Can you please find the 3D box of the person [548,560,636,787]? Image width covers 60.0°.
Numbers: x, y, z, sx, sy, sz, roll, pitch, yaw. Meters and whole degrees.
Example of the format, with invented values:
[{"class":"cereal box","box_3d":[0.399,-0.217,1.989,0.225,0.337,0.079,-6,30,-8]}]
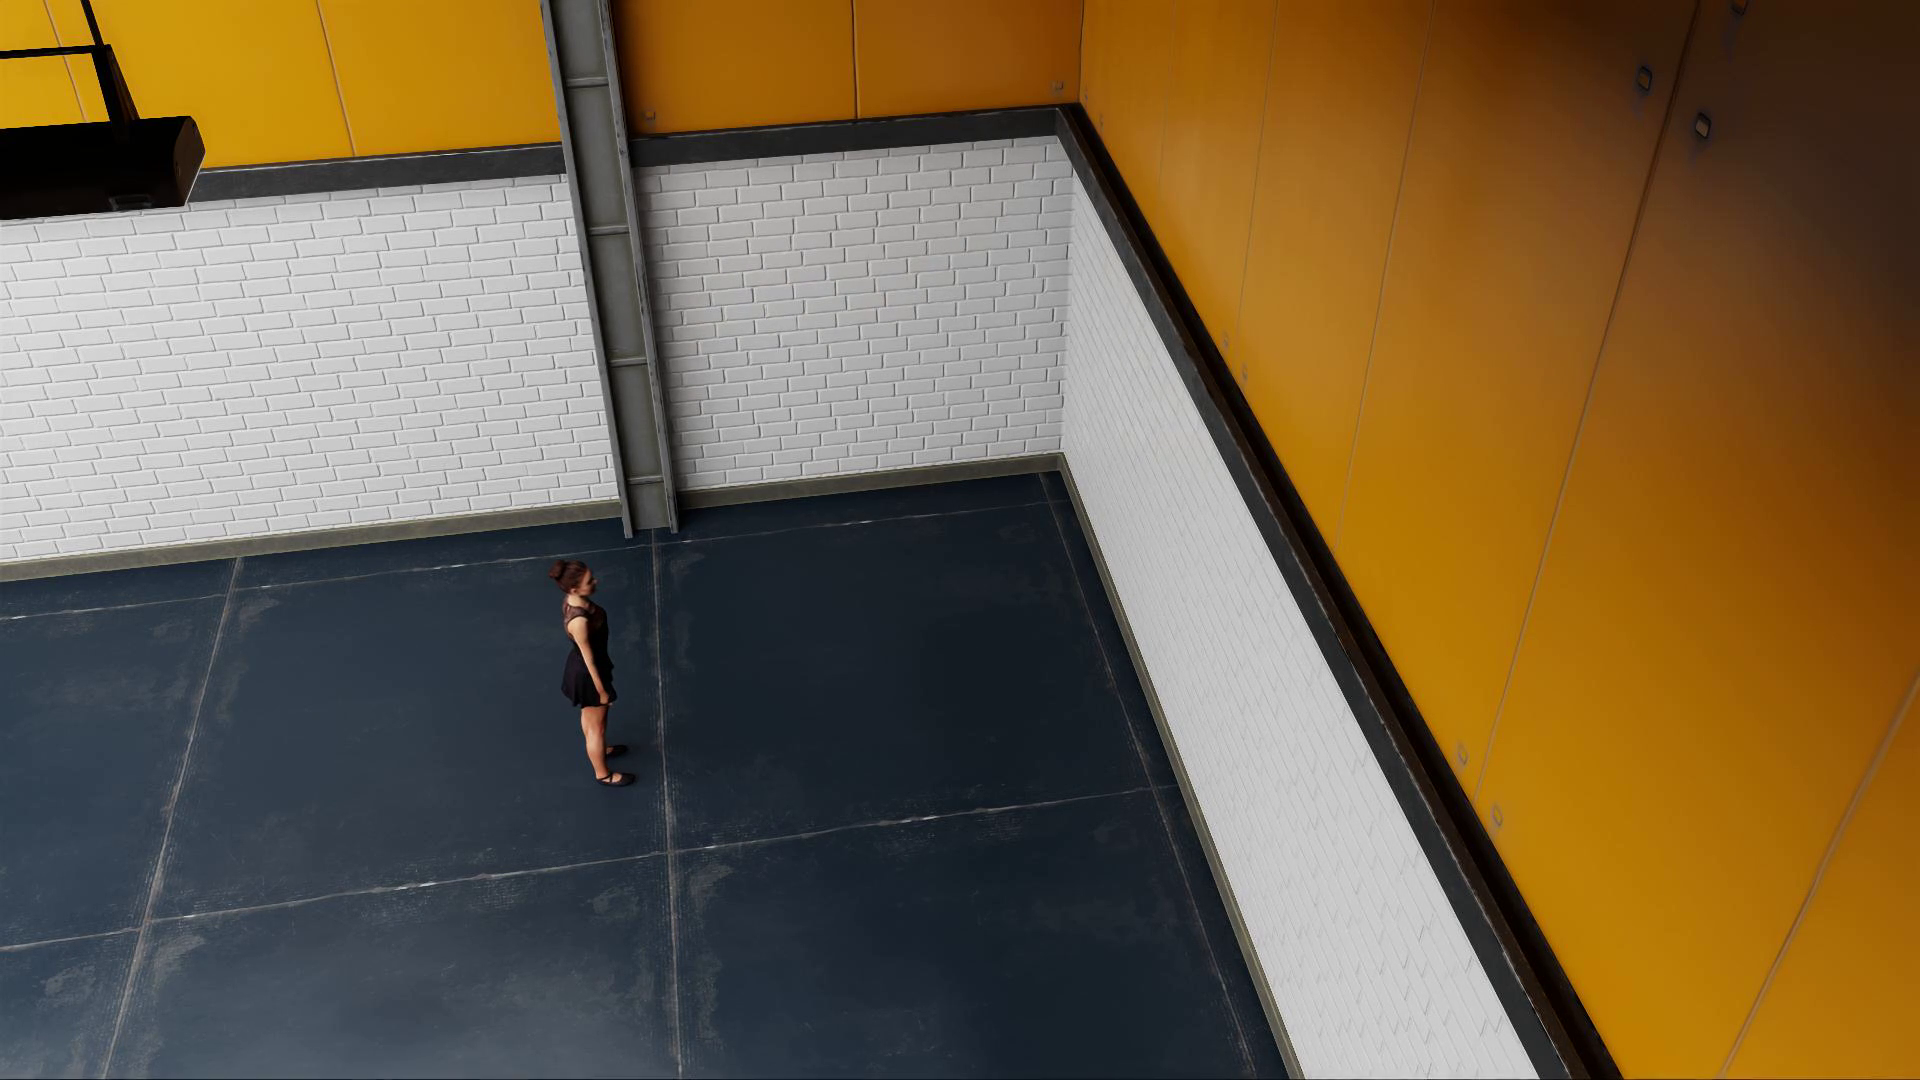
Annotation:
[{"class":"person","box_3d":[-2.229,0.785,10.020,0.580,1.672,0.590,-10,40,-12]}]
